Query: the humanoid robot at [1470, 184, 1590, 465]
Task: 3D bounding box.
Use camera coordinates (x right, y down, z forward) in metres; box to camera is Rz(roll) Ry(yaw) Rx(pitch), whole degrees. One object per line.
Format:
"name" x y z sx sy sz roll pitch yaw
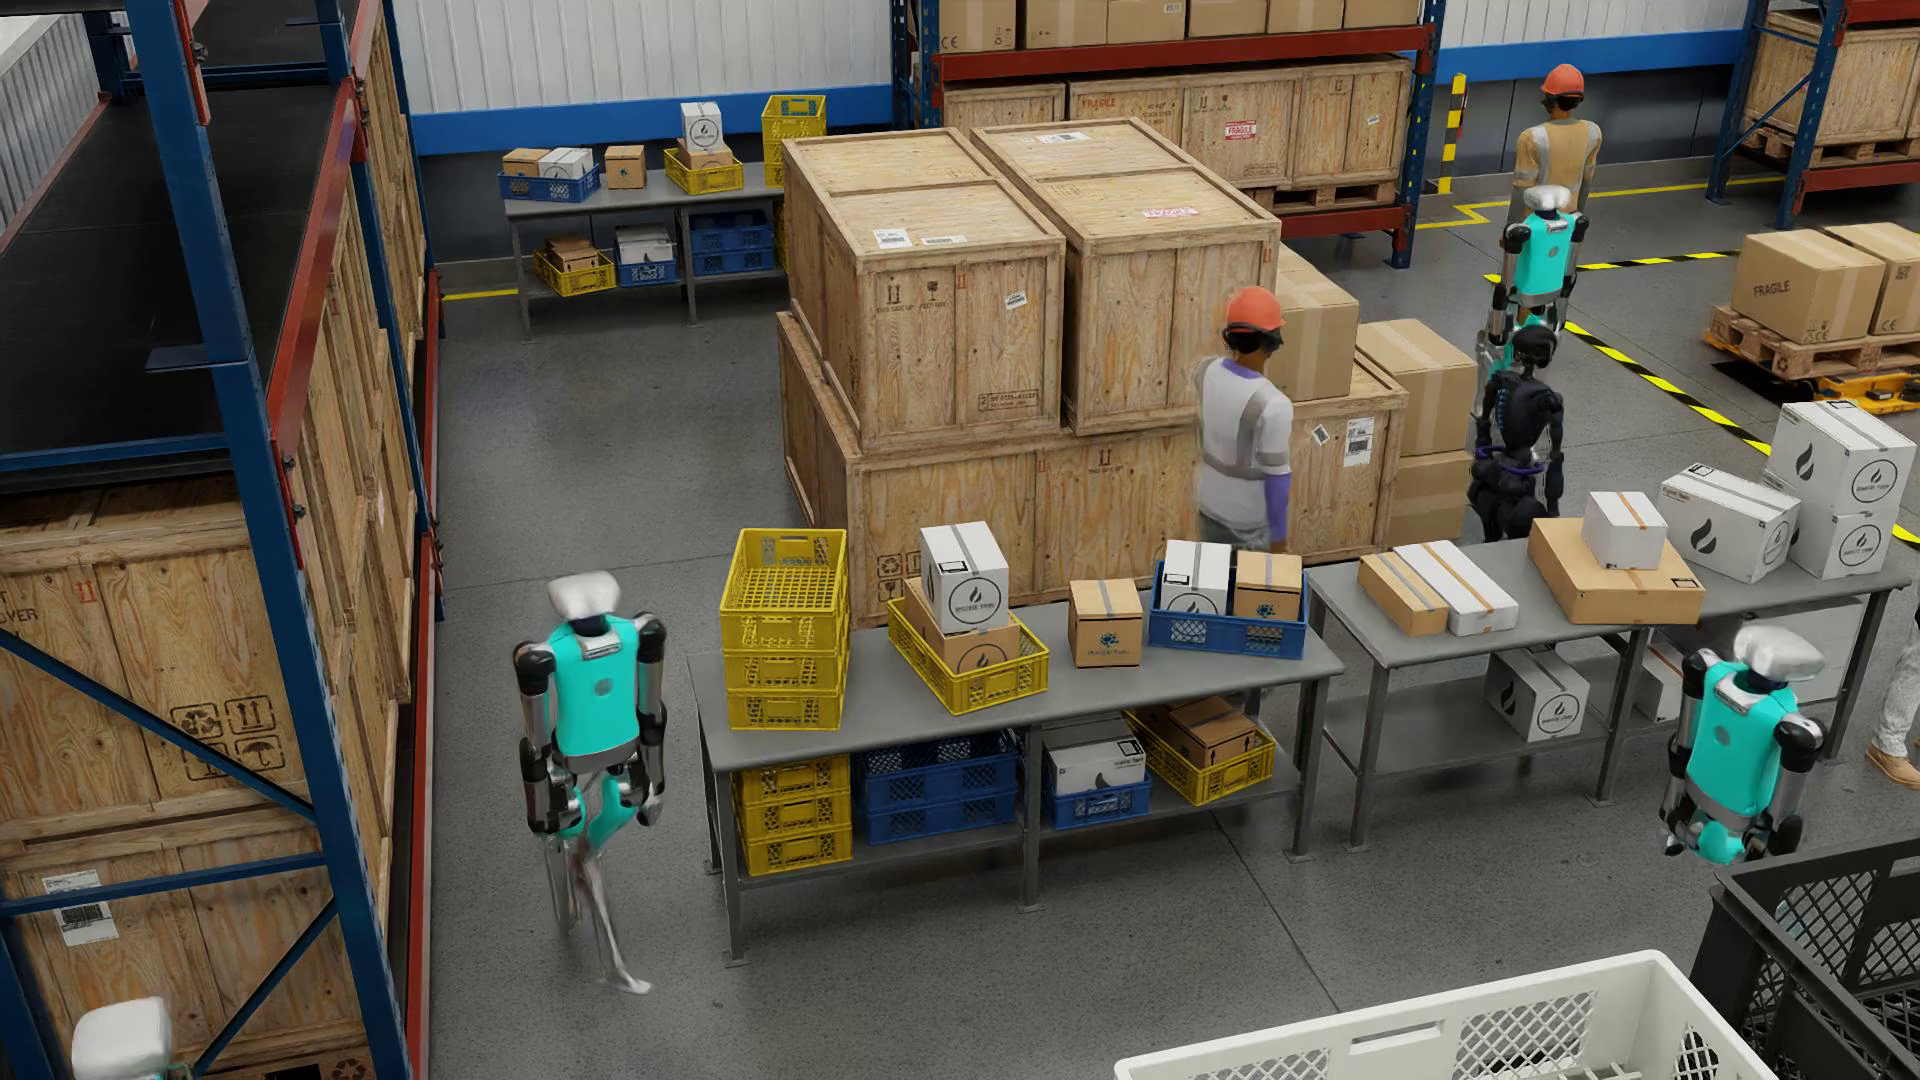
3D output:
"humanoid robot" 3.315 -1.362 10.115 0.558 1.756 1.043 -10 30 -17

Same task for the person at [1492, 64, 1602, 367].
"person" 3.923 -2.165 11.209 0.605 2.045 0.387 -8 30 -14

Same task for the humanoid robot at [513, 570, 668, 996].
"humanoid robot" -1.414 0.829 6.133 0.575 1.797 0.813 -18 33 -29

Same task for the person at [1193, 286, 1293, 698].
"person" 1.336 -0.193 7.654 0.490 2.026 0.619 -17 33 -28

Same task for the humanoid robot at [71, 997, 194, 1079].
"humanoid robot" -1.731 1.821 4.304 0.995 1.742 0.537 -18 34 -29

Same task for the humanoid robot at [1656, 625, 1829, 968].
"humanoid robot" 2.734 1.033 5.733 0.910 1.771 0.544 -11 31 -20

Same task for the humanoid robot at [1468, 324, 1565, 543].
"humanoid robot" 2.658 -0.254 8.127 0.508 1.653 0.603 -12 31 -21

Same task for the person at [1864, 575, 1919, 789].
"person" 4.333 0.221 7.096 0.622 1.837 0.429 -10 30 -18

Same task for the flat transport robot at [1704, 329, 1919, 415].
"flat transport robot" 5.814 -1.226 11.313 0.652 0.197 1.431 -7 30 -13
